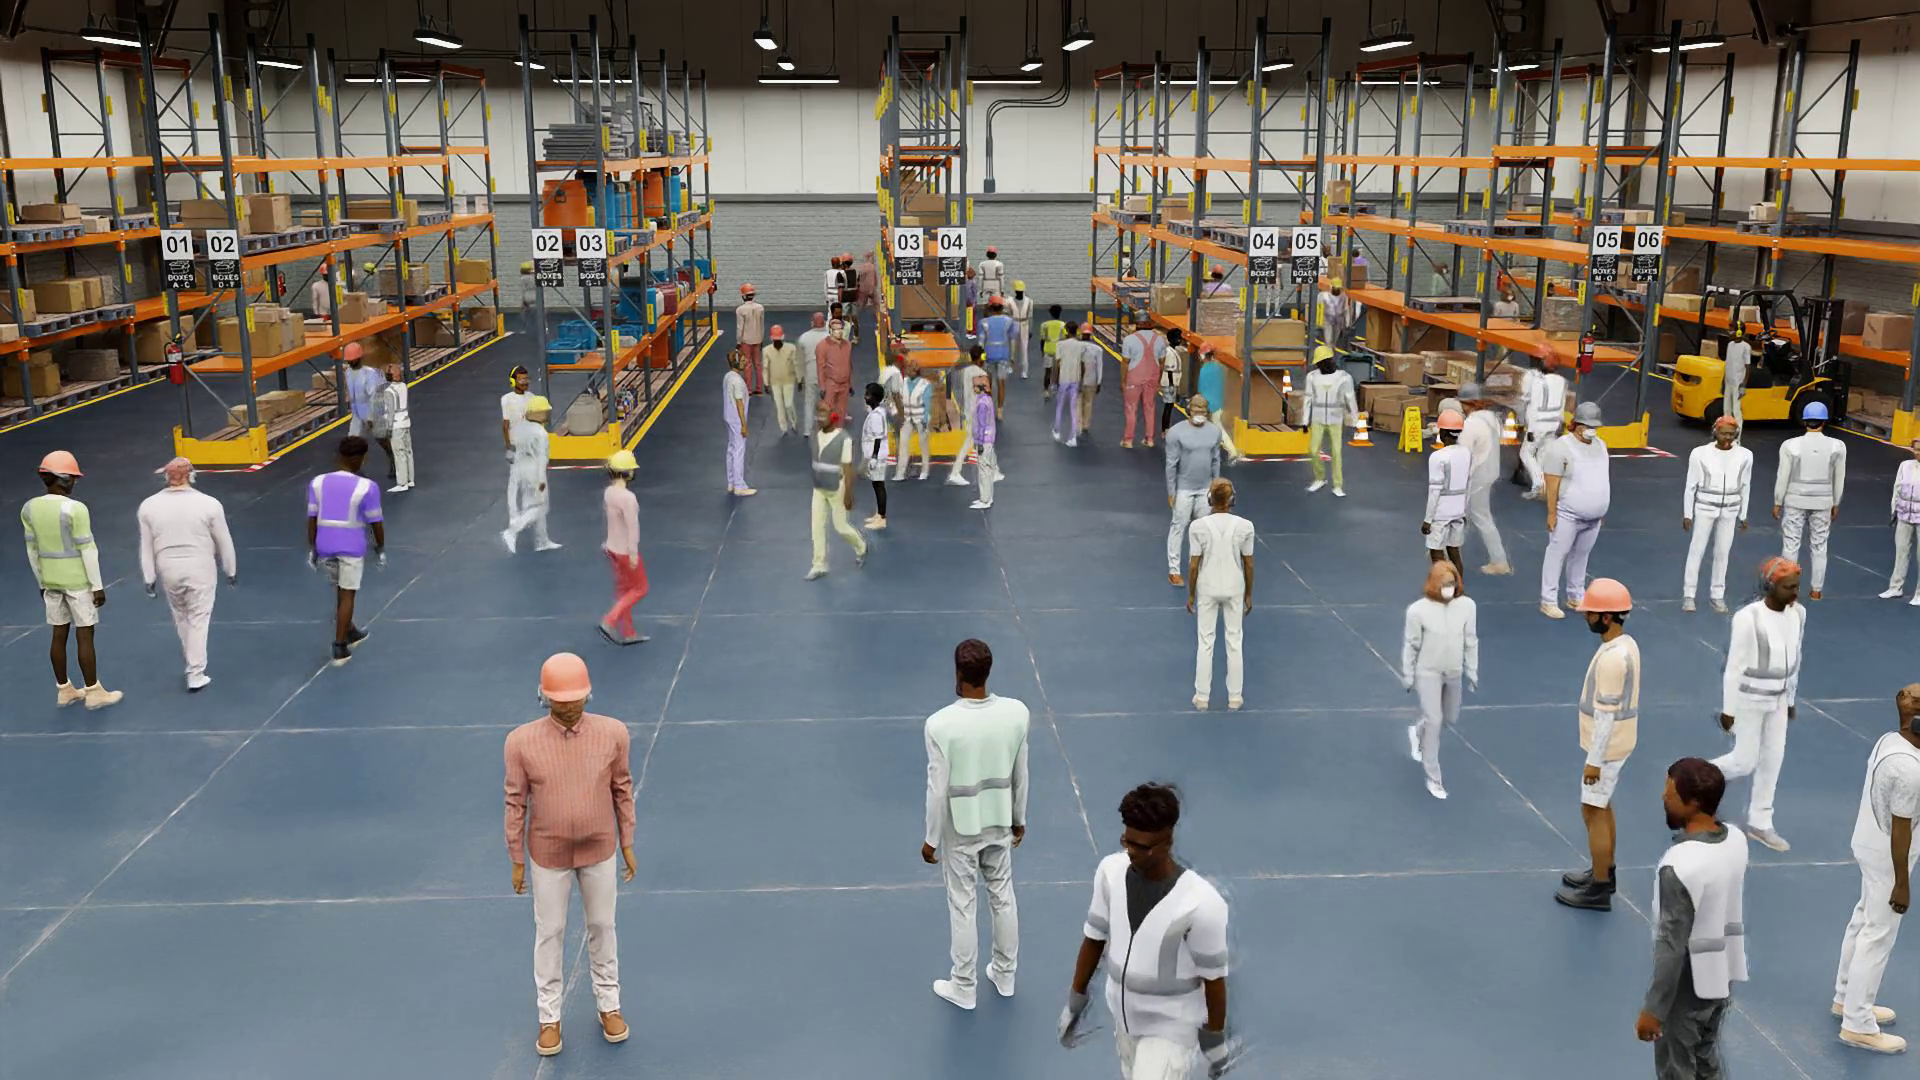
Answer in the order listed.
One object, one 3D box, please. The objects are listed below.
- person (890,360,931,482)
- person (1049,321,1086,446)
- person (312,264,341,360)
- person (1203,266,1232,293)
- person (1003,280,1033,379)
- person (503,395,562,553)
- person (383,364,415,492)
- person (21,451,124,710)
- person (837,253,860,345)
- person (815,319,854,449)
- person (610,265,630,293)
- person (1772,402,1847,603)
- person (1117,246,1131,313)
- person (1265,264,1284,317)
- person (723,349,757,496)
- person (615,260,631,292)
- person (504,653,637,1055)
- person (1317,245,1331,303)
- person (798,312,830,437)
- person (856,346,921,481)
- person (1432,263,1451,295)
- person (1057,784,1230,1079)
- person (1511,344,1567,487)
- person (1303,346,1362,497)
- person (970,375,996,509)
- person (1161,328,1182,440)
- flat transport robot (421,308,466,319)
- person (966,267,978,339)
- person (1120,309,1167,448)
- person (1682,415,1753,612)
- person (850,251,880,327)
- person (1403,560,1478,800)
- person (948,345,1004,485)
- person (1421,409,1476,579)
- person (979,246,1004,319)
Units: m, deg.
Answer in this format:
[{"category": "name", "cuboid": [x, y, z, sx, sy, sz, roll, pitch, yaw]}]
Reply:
[{"category": "person", "cuboid": [-0.635, -1.535, 21.685, 0.526, 1.604, 0.792, 8, 15, 30]}, {"category": "person", "cuboid": [1.578, -2.314, 24.583, 0.572, 1.815, 0.995, -2, 13, -7]}, {"category": "person", "cuboid": [-12.972, -4.678, 34.211, 0.629, 1.975, 0.441, -8, 15, -30]}, {"category": "person", "cuboid": [5.180, -4.542, 33.636, 0.626, 1.981, 1.081, 4, 14, 16]}, {"category": "person", "cuboid": [1.091, -4.074, 31.932, 0.600, 1.867, 1.039, -2, 13, -7]}, {"category": "person", "cuboid": [-4.639, -0.691, 17.881, 0.624, 1.725, 0.493, -9, 16, -35]}, {"category": "person", "cuboid": [-7.164, -1.432, 21.190, 0.310, 1.642, 0.514, 1, 13, 6]}, {"category": "person", "cuboid": [-6.921, 0.316, 12.947, 0.605, 2.034, 0.390, 4, 14, 16]}, {"category": "person", "cuboid": [-2.479, -5.307, 36.744, 0.605, 2.045, 0.385, -12, 18, -40]}, {"category": "person", "cuboid": [-1.777, -2.225, 23.980, 0.640, 1.910, 0.401, -12, 18, -42]}, {"category": "person", "cuboid": [-8.573, -6.358, 41.884, 0.565, 1.719, 0.452, 2, 13, 8]}, {"category": "person", "cuboid": [8.150, -0.358, 15.999, 0.602, 1.939, 0.402, 3, 14, 14]}, {"category": "person", "cuboid": [4.366, -6.886, 44.046, 0.327, 1.760, 0.523, -9, 16, -33]}, {"category": "person", "cuboid": [8.134, -6.604, 43.096, 0.514, 1.645, 0.307, 6, 15, 25]}, {"category": "person", "cuboid": [-2.796, -1.480, 20.957, 0.345, 1.846, 0.506, -6, 15, -25]}, {"category": "person", "cuboid": [-7.547, -5.403, 37.397, 0.373, 1.925, 0.595, -7, 15, -27]}, {"category": "person", "cuboid": [-1.868, 1.496, 8.031, 0.622, 1.992, 0.388, -5, 14, -21]}, {"category": "person", "cuboid": [9.295, -6.582, 42.515, 0.351, 1.878, 0.568, 12, 18, 42]}, {"category": "person", "cuboid": [-2.108, -2.489, 25.132, 0.680, 1.894, 0.402, -1, 13, -3]}, {"category": "person", "cuboid": [-0.963, -1.664, 21.967, 0.925, 1.782, 0.588, 1, 13, 3]}, {"category": "person", "cuboid": [11.675, -5.913, 40.318, 0.517, 1.577, 0.839, -4, 14, -17]}, {"category": "person", "cuboid": [0.636, 1.890, 6.464, 0.911, 1.929, 0.623, -11, 17, -40]}, {"category": "person", "cuboid": [7.420, -1.550, 21.182, 0.556, 1.885, 0.990, -7, 15, -26]}, {"category": "person", "cuboid": [4.711, -1.503, 20.953, 0.767, 1.902, 0.477, 6, 14, 23]}, {"category": "person", "cuboid": [0.283, -1.194, 20.208, 0.313, 1.634, 0.514, 1, 13, 6]}, {"category": "person", "cuboid": [3.159, -2.336, 24.924, 0.321, 1.686, 0.539, 2, 13, 10]}, {"category": "flat transport robot", "cuboid": [-13.469, -5.859, 42.879, 1.431, 0.197, 0.652, 10, 16, 36]}, {"category": "person", "cuboid": [0.232, -5.432, 38.152, 0.279, 1.633, 0.498, -7, 15, -26]}, {"category": "person", "cuboid": [2.635, -2.369, 24.303, 0.684, 2.000, 0.535, -5, 14, -21]}, {"category": "person", "cuboid": [7.114, -0.248, 15.653, 0.584, 1.883, 0.337, 2, 13, 7]}, {"category": "person", "cuboid": [-2.236, -6.121, 40.614, 1.020, 1.863, 0.651, -7, 15, -26]}, {"category": "person", "cuboid": [3.244, 0.898, 11.385, 0.511, 1.613, 0.678, -3, 14, -12]}, {"category": "person", "cuboid": [0.182, -1.628, 21.670, 0.886, 1.821, 0.544, -13, 18, -43]}, {"category": "person", "cuboid": [4.539, -0.259, 15.586, 0.551, 1.936, 0.356, -8, 16, -31]}, {"category": "person", "cuboid": [0.756, -5.965, 39.541, 0.604, 2.040, 0.385, 3, 14, 13]}]
